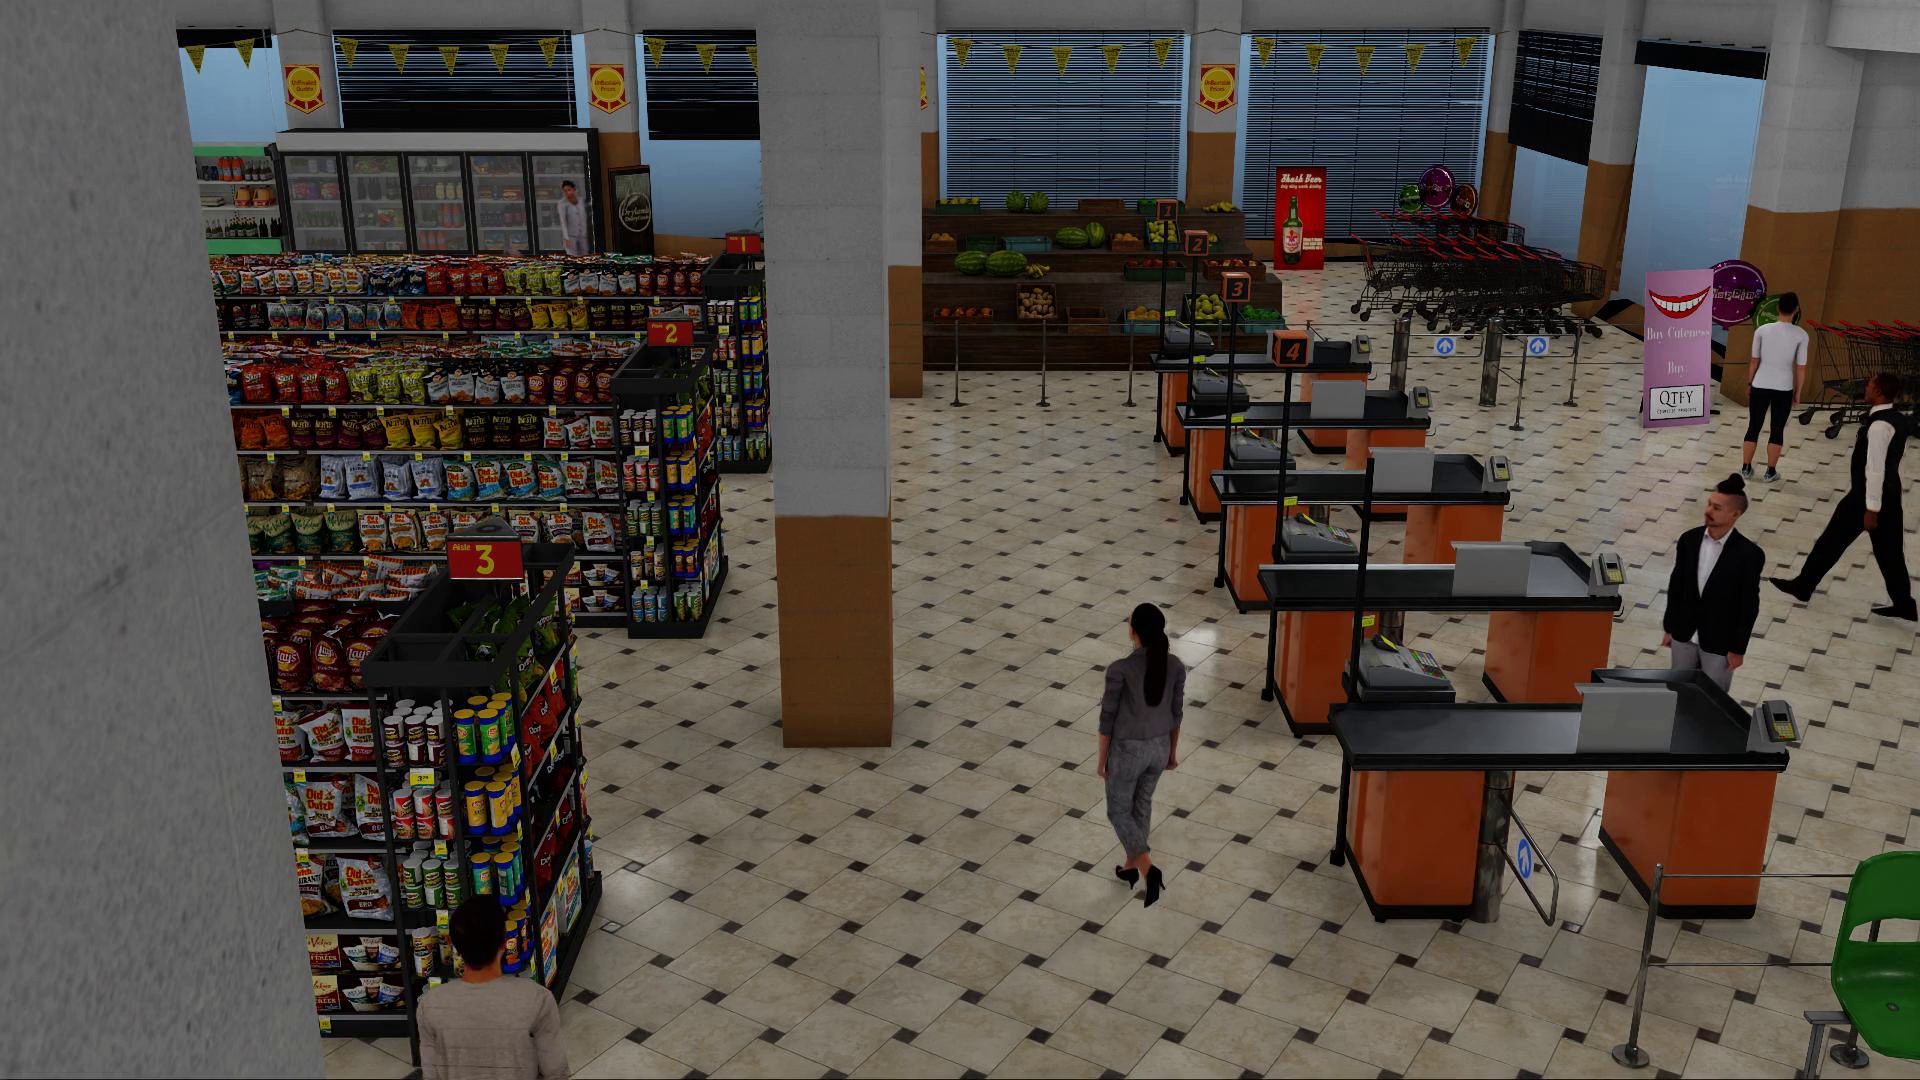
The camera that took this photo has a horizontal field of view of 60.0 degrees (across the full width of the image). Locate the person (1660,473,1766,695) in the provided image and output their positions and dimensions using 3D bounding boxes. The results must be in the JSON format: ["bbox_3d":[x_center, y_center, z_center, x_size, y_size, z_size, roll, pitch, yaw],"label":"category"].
[{"bbox_3d":[4.507,0.531,10.011,0.810,1.955,0.794,-13,22,-33],"label":"person"}]

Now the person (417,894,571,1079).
[{"bbox_3d":[-1.580,2.077,5.676,0.882,1.795,0.744,-1,19,-4],"label":"person"}]

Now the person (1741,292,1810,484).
[{"bbox_3d":[7.894,-1.485,16.157,0.696,1.848,0.800,12,22,31],"label":"person"}]

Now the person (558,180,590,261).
[{"bbox_3d":[-6.068,-4.824,26.276,0.916,1.710,0.897,10,21,28],"label":"person"}]

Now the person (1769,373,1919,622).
[{"bbox_3d":[6.980,-0.270,12.537,1.285,1.858,1.329,-17,25,-41],"label":"person"}]

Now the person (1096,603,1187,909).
[{"bbox_3d":[0.950,1.157,8.618,0.917,1.658,0.867,-7,20,-19],"label":"person"}]
